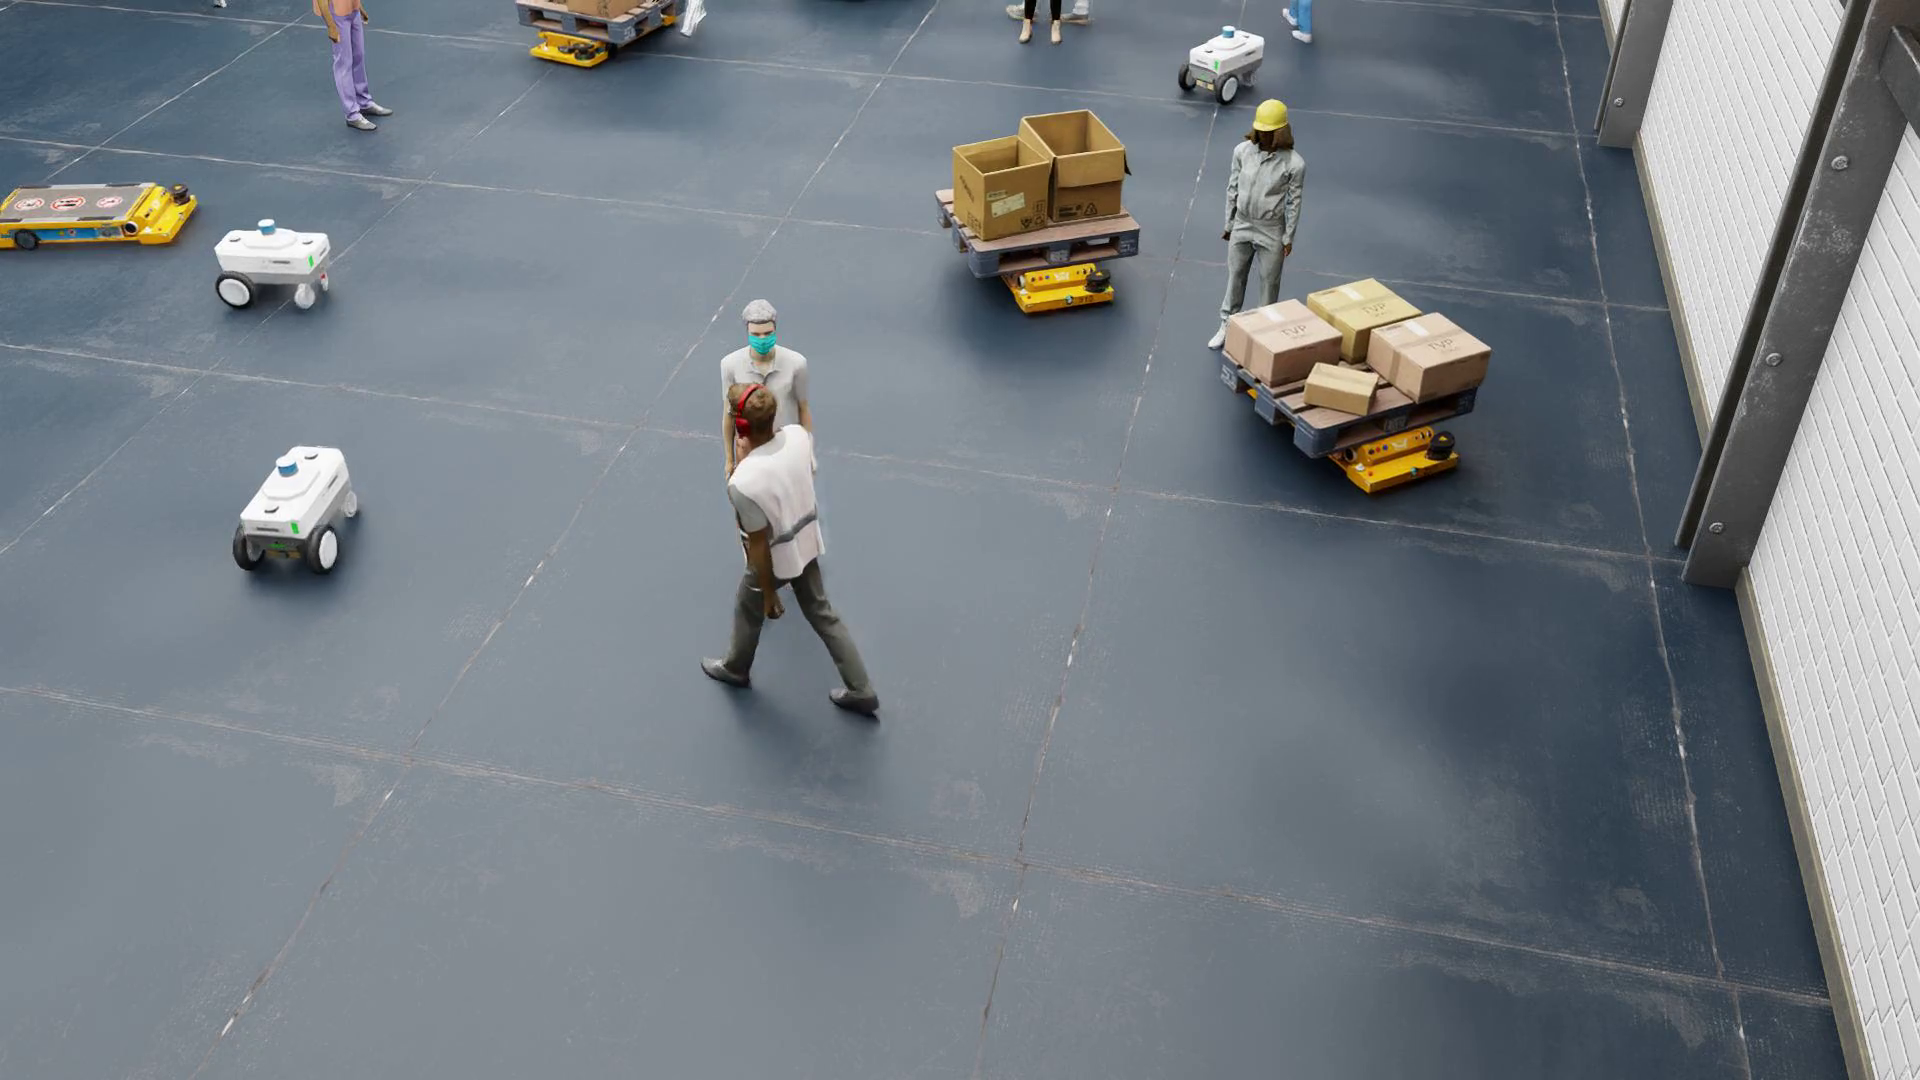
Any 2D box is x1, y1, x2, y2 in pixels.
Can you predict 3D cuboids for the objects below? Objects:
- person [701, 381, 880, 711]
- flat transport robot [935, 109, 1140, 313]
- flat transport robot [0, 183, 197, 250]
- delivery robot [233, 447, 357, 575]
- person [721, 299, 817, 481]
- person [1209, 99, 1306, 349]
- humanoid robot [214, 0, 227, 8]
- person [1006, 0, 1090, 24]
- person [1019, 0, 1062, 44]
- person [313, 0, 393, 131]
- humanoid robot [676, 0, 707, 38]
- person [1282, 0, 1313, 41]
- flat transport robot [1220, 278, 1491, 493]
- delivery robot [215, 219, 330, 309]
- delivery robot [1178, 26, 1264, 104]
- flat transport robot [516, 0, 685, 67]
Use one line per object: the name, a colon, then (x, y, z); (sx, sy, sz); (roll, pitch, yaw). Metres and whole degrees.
person: (-0.823, 0.061, 7.869); (0.981, 1.789, 0.587); (20, 41, 25)
flat transport robot: (0.553, -2.084, 12.007); (0.659, 0.231, 1.431); (-10, 38, -14)
flat transport robot: (-6.568, -2.430, 12.470); (1.431, 0.231, 0.659); (-2, 37, -3)
delivery robot: (-3.676, -0.188, 9.224); (0.499, 0.586, 0.773); (4, 37, 5)
person: (-0.985, -0.458, 8.595); (0.480, 1.749, 0.318); (-4, 37, -6)
person: (1.909, -1.980, 10.635); (0.484, 1.744, 0.304); (19, 41, 23)
humanoid robot: (-7.141, -6.022, 16.140); (0.548, 1.893, 0.783); (20, 41, 24)
person: (0.884, -5.799, 15.656); (0.826, 1.849, 0.586); (13, 39, 17)
person: (0.784, -5.413, 15.268); (0.538, 1.695, 0.319); (5, 37, 6)
person: (-5.088, -4.325, 13.689); (0.391, 1.846, 0.563); (6, 37, 8)
humanoid robot: (-2.527, -5.520, 15.369); (0.530, 1.718, 1.017); (9, 38, 12)
person: (3.199, -5.559, 15.459); (0.517, 1.692, 0.731); (-13, 39, -17)
flat transport robot: (2.364, -0.799, 10.288); (0.659, 0.231, 1.431); (-16, 40, -21)
delivery robot: (-4.790, -1.933, 11.579); (0.781, 0.610, 0.499); (2, 37, 3)
delivery robot: (2.318, -4.197, 14.589); (0.758, 0.586, 0.506); (-30, 46, -34)
flat transport robot: (-3.339, -4.806, 15.650); (0.659, 0.231, 1.431); (17, 40, 21)
